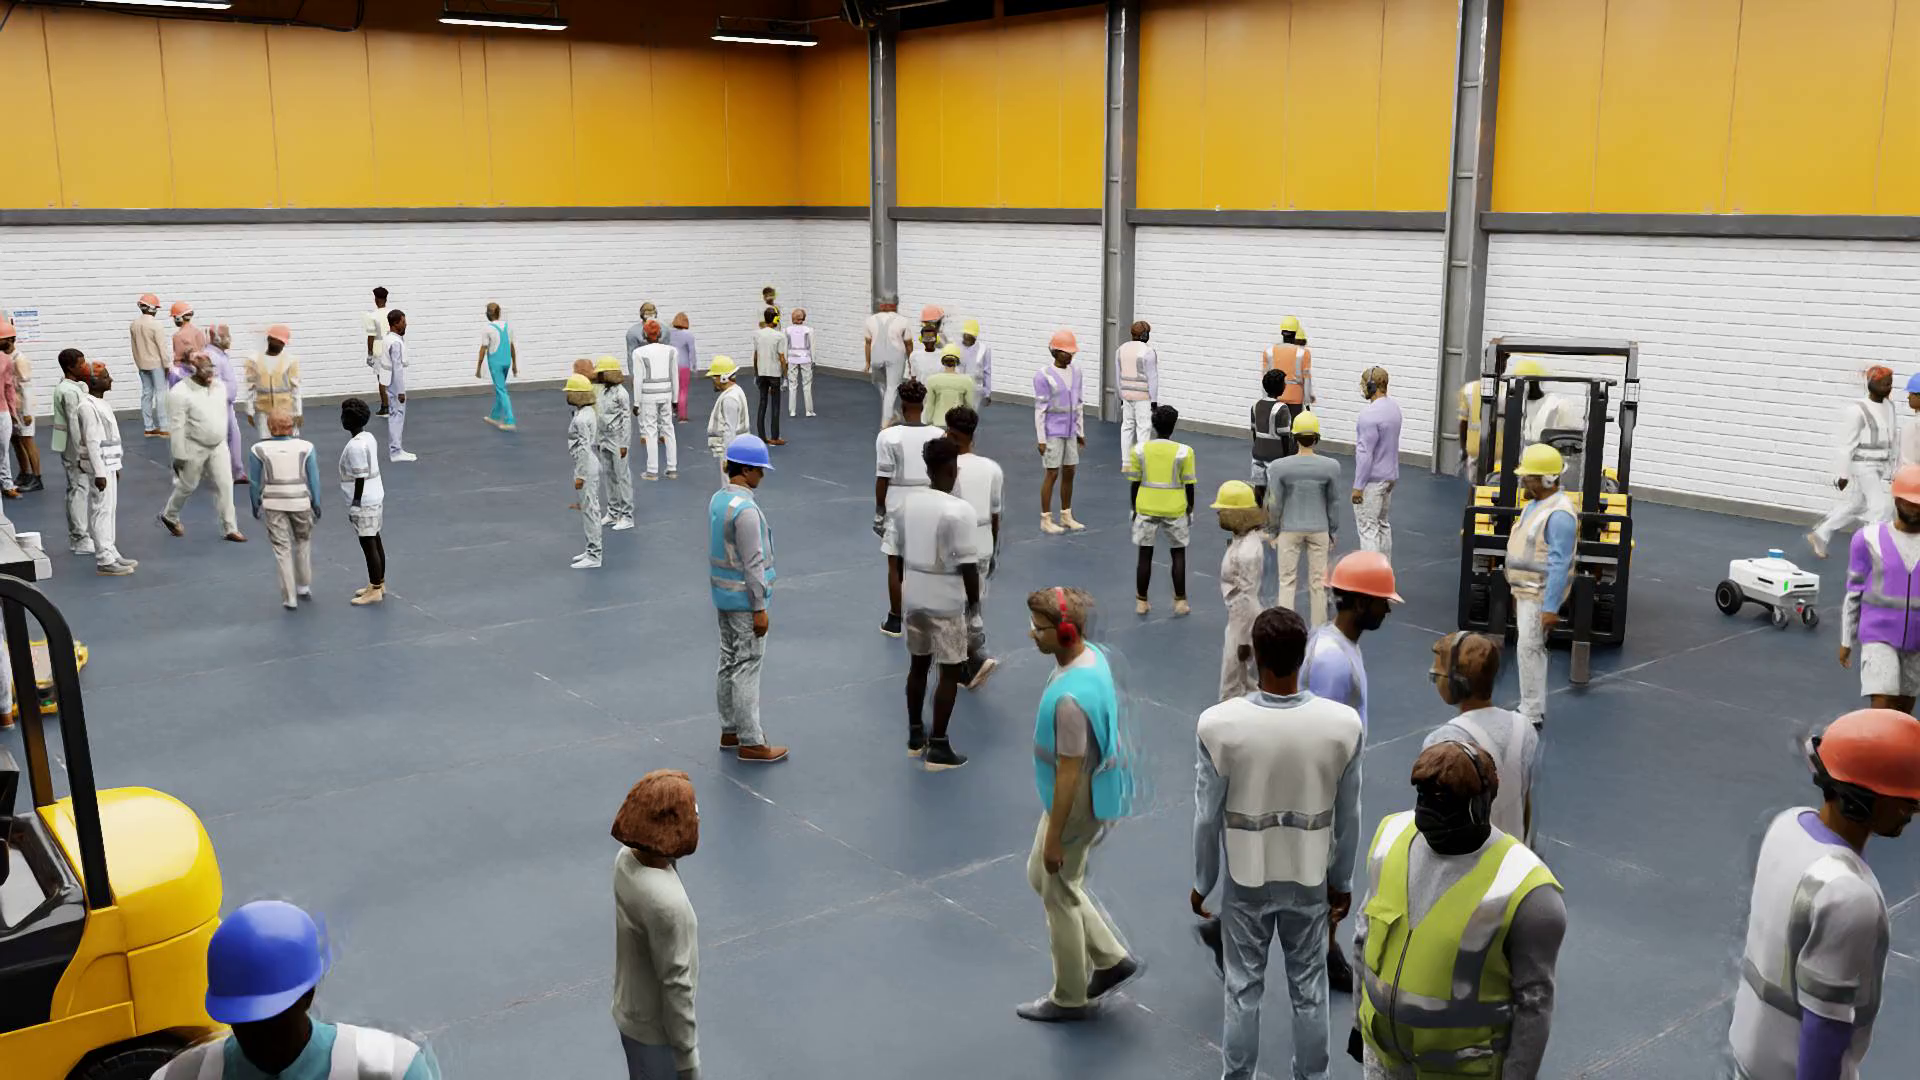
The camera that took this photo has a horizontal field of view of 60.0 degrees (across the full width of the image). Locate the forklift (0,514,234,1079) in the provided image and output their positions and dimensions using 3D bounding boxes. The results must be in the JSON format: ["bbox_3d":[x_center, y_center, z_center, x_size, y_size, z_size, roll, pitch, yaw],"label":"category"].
[{"bbox_3d":[-3.687,1.115,5.480,2.313,2.155,1.214,-9,15,-36],"label":"forklift"}]

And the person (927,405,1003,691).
[{"bbox_3d":[0.058,0.084,11.037,0.604,1.953,0.575,-9,15,-38],"label":"person"}]

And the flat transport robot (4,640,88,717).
[{"bbox_3d":[-6.311,0.909,11.143,0.652,0.197,1.431,-4,12,-20],"label":"flat transport robot"}]

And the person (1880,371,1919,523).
[{"bbox_3d":[7.693,-0.391,13.382,0.618,1.928,0.435,-7,14,-30],"label":"person"}]

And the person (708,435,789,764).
[{"bbox_3d":[-1.270,0.347,9.808,0.398,1.939,0.602,-6,13,-27],"label":"person"}]

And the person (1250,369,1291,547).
[{"bbox_3d":[2.968,-0.782,15.851,0.318,1.697,0.535,-6,13,-27],"label":"person"}]

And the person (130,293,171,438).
[{"bbox_3d":[-11.127,-2.400,22.956,0.608,1.987,0.388,5,13,22],"label":"person"}]

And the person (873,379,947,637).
[{"bbox_3d":[-0.361,-0.236,12.591,0.621,1.952,0.384,-5,13,-23],"label":"person"}]

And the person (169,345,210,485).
[{"bbox_3d":[-8.894,-1.446,19.271,0.645,1.604,0.599,6,13,27],"label":"person"}]

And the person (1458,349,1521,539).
[{"bbox_3d":[4.972,-0.855,15.569,0.634,1.950,0.405,11,16,43],"label":"person"}]

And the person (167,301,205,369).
[{"bbox_3d":[-9.896,-2.063,21.346,0.413,1.984,0.624,1,12,6],"label":"person"}]

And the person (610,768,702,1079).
[{"bbox_3d":[-0.916,1.484,5.082,0.277,1.628,0.505,-6,13,-26],"label":"person"}]

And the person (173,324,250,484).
[{"bbox_3d":[-8.594,-1.539,19.079,0.821,1.877,0.653,-3,12,-15],"label":"person"}]

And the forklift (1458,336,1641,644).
[{"bbox_3d":[4.683,-0.471,13.136,1.214,2.155,2.313,4,12,20],"label":"forklift"}]

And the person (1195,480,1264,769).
[{"bbox_3d":[1.698,0.508,9.567,0.569,1.725,0.483,2,12,7],"label":"person"}]

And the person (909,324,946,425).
[{"bbox_3d":[-0.337,-1.580,19.316,0.512,1.861,0.325,0,12,-1],"label":"person"}]

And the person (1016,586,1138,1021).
[{"bbox_3d":[0.435,1.064,6.612,0.436,1.823,0.587,2,12,9],"label":"person"}]

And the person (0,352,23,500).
[{"bbox_3d":[-10.583,-1.374,18.121,0.372,1.940,0.630,8,14,33],"label":"person"}]

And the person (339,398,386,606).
[{"bbox_3d":[-4.879,-0.314,13.586,0.320,1.698,0.531,-2,12,-9],"label":"person"}]

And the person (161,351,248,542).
[{"bbox_3d":[-7.391,-0.908,16.090,0.963,1.864,0.668,6,13,28],"label":"person"}]

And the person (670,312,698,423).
[{"bbox_3d":[-4.101,-2.541,24.525,0.533,1.617,0.402,5,13,21],"label":"person"}]

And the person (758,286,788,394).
[{"bbox_3d":[-3.176,-3.363,27.985,0.457,1.826,0.568,11,16,43],"label":"person"}]

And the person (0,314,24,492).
[{"bbox_3d":[-10.798,-1.534,18.683,0.418,2.036,0.601,-5,13,-21],"label":"person"}]

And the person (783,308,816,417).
[{"bbox_3d":[-2.414,-2.661,25.060,0.511,1.641,0.308,1,12,6],"label":"person"}]

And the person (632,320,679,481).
[{"bbox_3d":[-3.571,-1.642,19.537,0.583,1.885,0.343,-9,15,-36],"label":"person"}]

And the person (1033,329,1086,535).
[{"bbox_3d":[1.007,-1.059,16.387,0.617,2.029,0.409,-10,15,-40],"label":"person"}]

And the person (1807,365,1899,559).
[{"bbox_3d":[8.111,-0.658,14.936,0.575,1.840,0.969,-7,14,-32],"label":"person"}]

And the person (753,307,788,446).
[{"bbox_3d":[-2.533,-2.183,22.238,0.529,1.857,0.334,5,13,25],"label":"person"}]

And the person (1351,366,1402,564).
[{"bbox_3d":[3.457,-0.487,13.877,0.380,1.928,0.636,8,14,34],"label":"person"}]

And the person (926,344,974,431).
[{"bbox_3d":[-0.112,-1.218,17.810,0.517,1.760,0.331,0,12,-2],"label":"person"}]

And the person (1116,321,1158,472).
[{"bbox_3d":[2.152,-1.702,19.937,0.429,1.845,0.621,-9,15,-38],"label":"person"}]
